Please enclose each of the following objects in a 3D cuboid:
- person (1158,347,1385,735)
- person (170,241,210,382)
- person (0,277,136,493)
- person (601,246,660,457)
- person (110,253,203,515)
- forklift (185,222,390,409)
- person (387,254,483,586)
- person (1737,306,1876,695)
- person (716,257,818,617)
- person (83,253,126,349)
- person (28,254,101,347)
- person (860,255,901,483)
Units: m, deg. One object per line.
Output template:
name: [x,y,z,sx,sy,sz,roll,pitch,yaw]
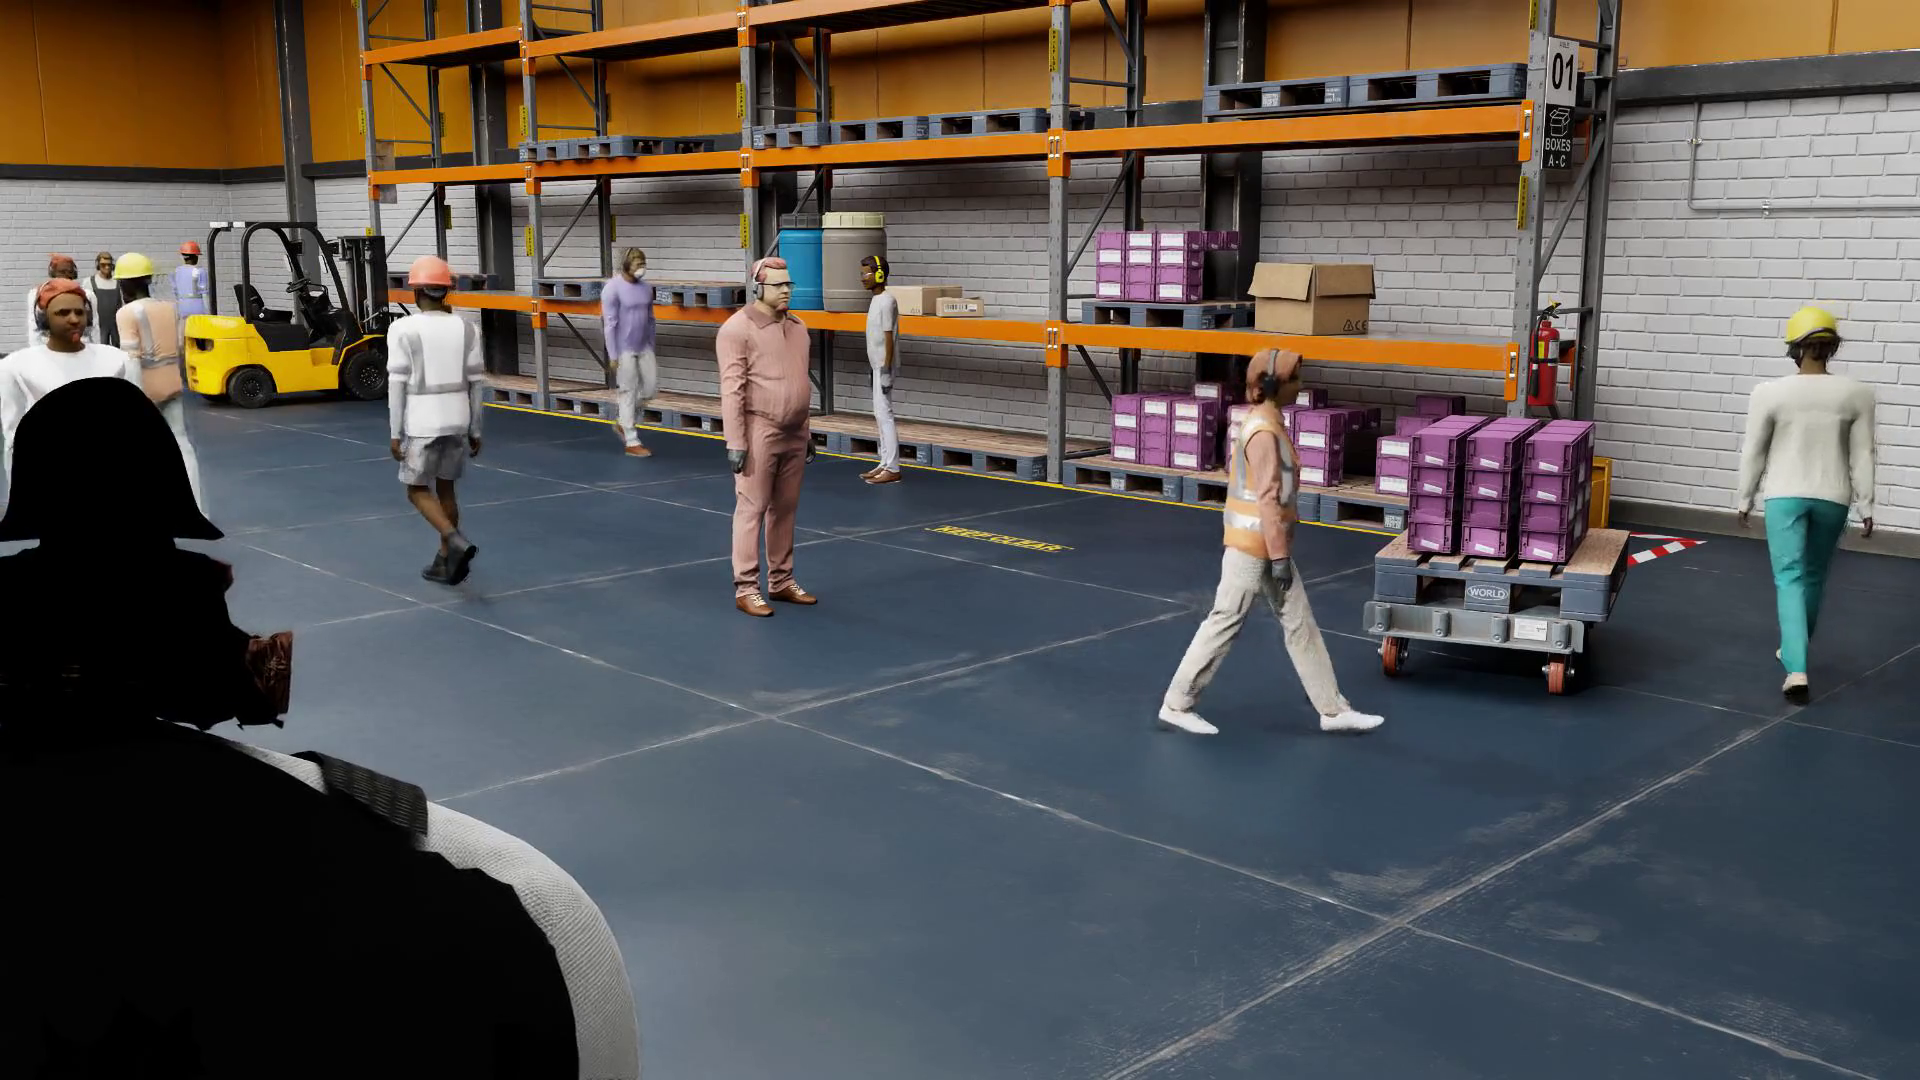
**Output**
person: [1.233,0.023,6.659,0.898,1.584,0.519,3,11,17]
person: [-10.573,-3.144,22.973,0.552,1.935,0.369,2,11,11]
person: [-3.952,-0.250,7.452,0.935,1.849,0.584,8,13,38]
person: [-3.034,-1.717,15.230,0.496,1.924,0.651,7,12,32]
person: [-5.747,-1.039,11.613,0.926,1.884,0.618,2,11,11]
forklift: [-8.169,-2.758,20.163,2.313,2.155,1.214,-10,14,-44]
person: [-2.961,-0.661,9.491,0.555,1.917,0.656,-10,14,-42]
person: [3.786,-0.181,7.437,0.540,1.711,0.889,2,11,12]
person: [-0.998,-0.555,8.941,0.403,1.906,0.652,7,13,35]
person: [-10.231,-2.541,20.043,0.546,1.800,0.920,-6,12,-28]
person: [-8.028,-1.629,14.974,0.599,1.841,0.950,-7,13,-35]
person: [-0.654,-1.394,13.653,0.320,1.861,0.515,-3,11,-13]
